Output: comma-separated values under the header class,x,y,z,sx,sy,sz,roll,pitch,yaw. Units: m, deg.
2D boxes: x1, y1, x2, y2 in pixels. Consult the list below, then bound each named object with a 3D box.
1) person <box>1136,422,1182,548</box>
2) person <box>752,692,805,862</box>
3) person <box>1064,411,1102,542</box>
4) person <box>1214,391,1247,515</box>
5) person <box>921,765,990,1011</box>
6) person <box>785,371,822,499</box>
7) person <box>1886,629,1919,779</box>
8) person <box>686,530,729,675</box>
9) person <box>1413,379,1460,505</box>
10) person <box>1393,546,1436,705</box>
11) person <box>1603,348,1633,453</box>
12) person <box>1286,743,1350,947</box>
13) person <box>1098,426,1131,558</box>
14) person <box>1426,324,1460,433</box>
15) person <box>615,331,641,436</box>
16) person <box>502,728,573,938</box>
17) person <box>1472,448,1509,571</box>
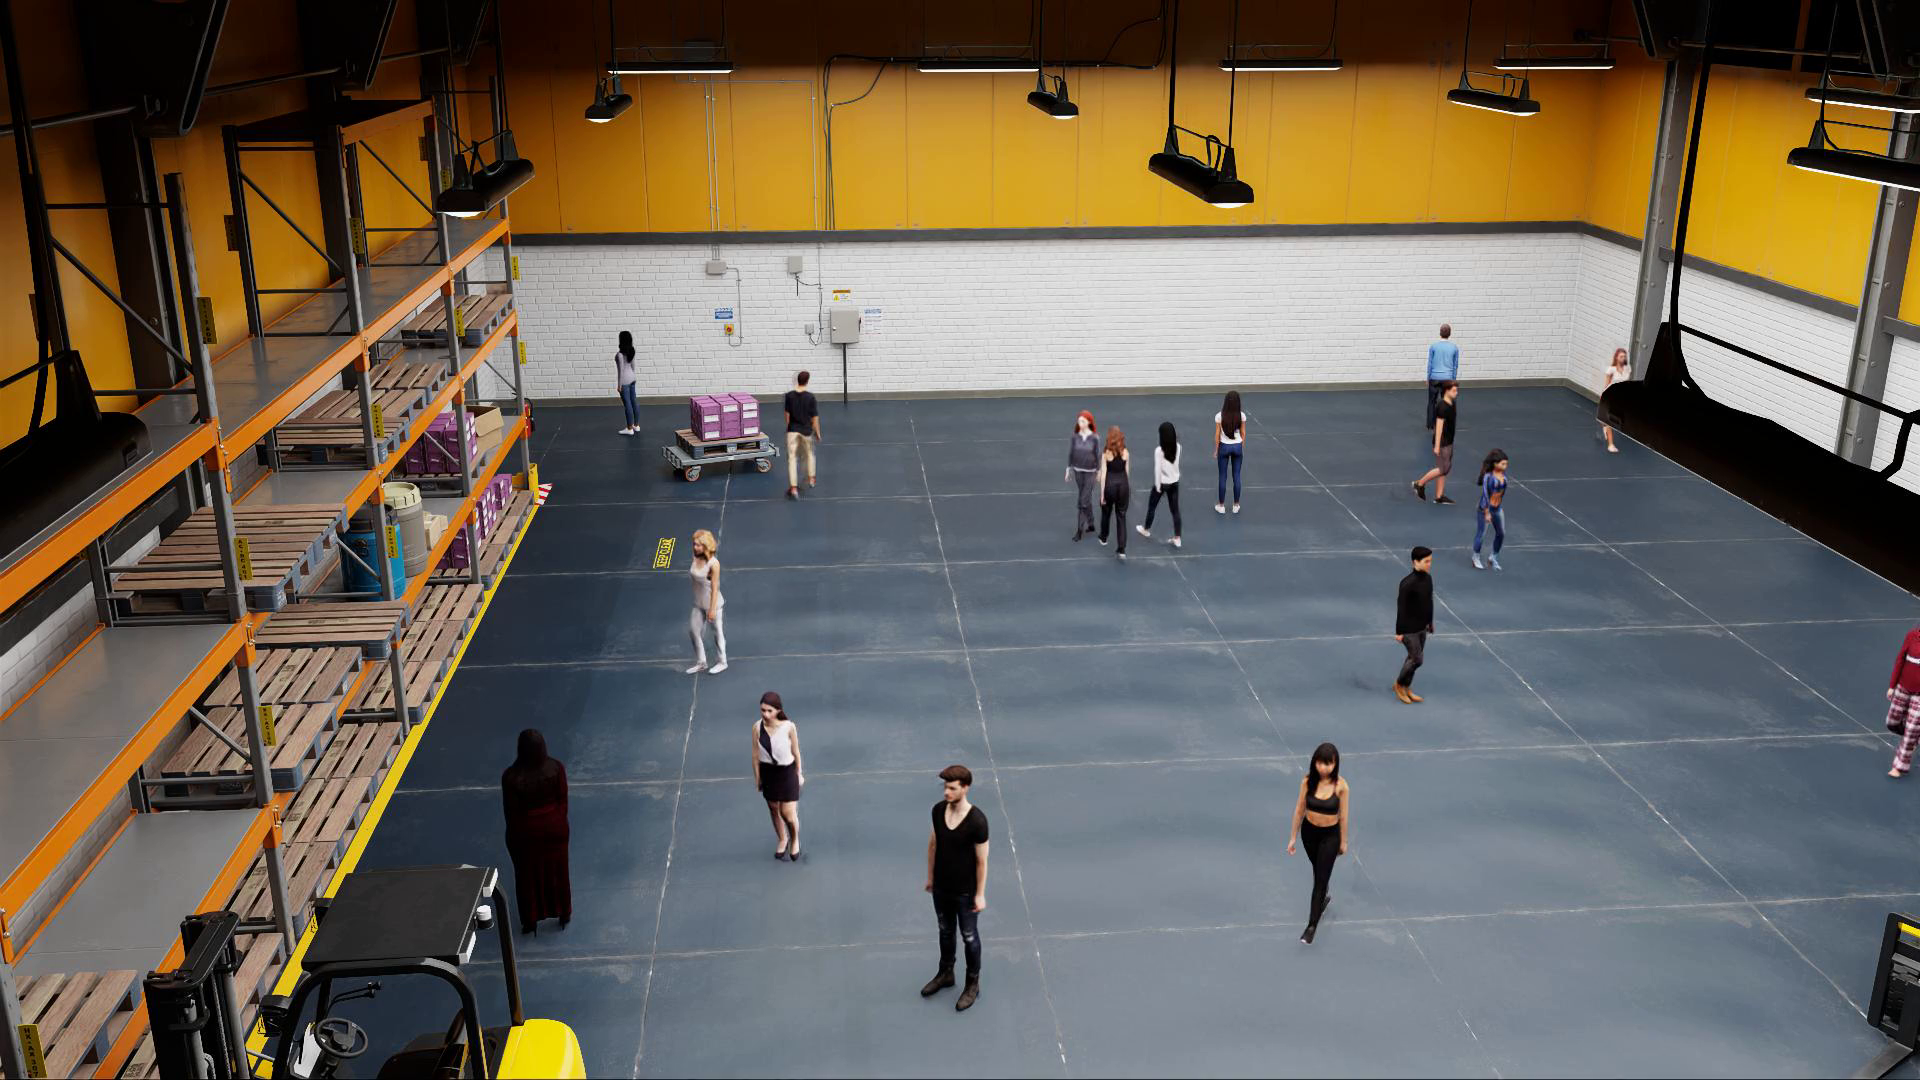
class,x,y,z,sx,sy,sz,roll,pitch,yaw
person,2.811,-0.713,22.150,0.921,1.663,1.114,-11,21,-29
person,-1.517,2.015,14.116,0.649,1.621,0.751,3,19,8
person,1.736,-0.893,22.558,0.935,1.743,1.057,11,22,30
person,3.831,-1.251,23.569,0.598,1.776,0.532,0,19,0
person,-0.014,2.512,12.209,0.755,1.896,0.801,14,23,35
person,-2.339,-1.507,24.314,0.685,1.786,1.030,-3,19,-9
person,9.099,1.417,15.784,0.918,1.690,0.893,-13,23,-35
person,-2.664,0.660,18.091,0.805,1.652,0.863,17,25,40
person,6.881,-1.418,23.951,0.972,1.849,0.944,11,21,29
person,4.694,0.862,17.394,0.737,1.714,0.778,-17,25,-41
person,10.531,-2.278,26.777,0.584,1.675,0.839,-2,19,-6
person,2.883,2.333,13.207,0.954,1.599,1.148,10,21,26
person,2.071,-0.596,21.748,0.618,1.698,1.147,-3,19,-9
person,8.075,-2.727,27.886,0.717,1.820,0.684,4,19,12
person,-5.538,-2.637,27.747,0.743,1.736,0.619,7,20,21
person,-3.318,2.289,13.085,0.752,1.758,0.735,-9,21,-25
person,6.721,-0.397,21.298,0.720,1.608,0.746,-9,21,-25
